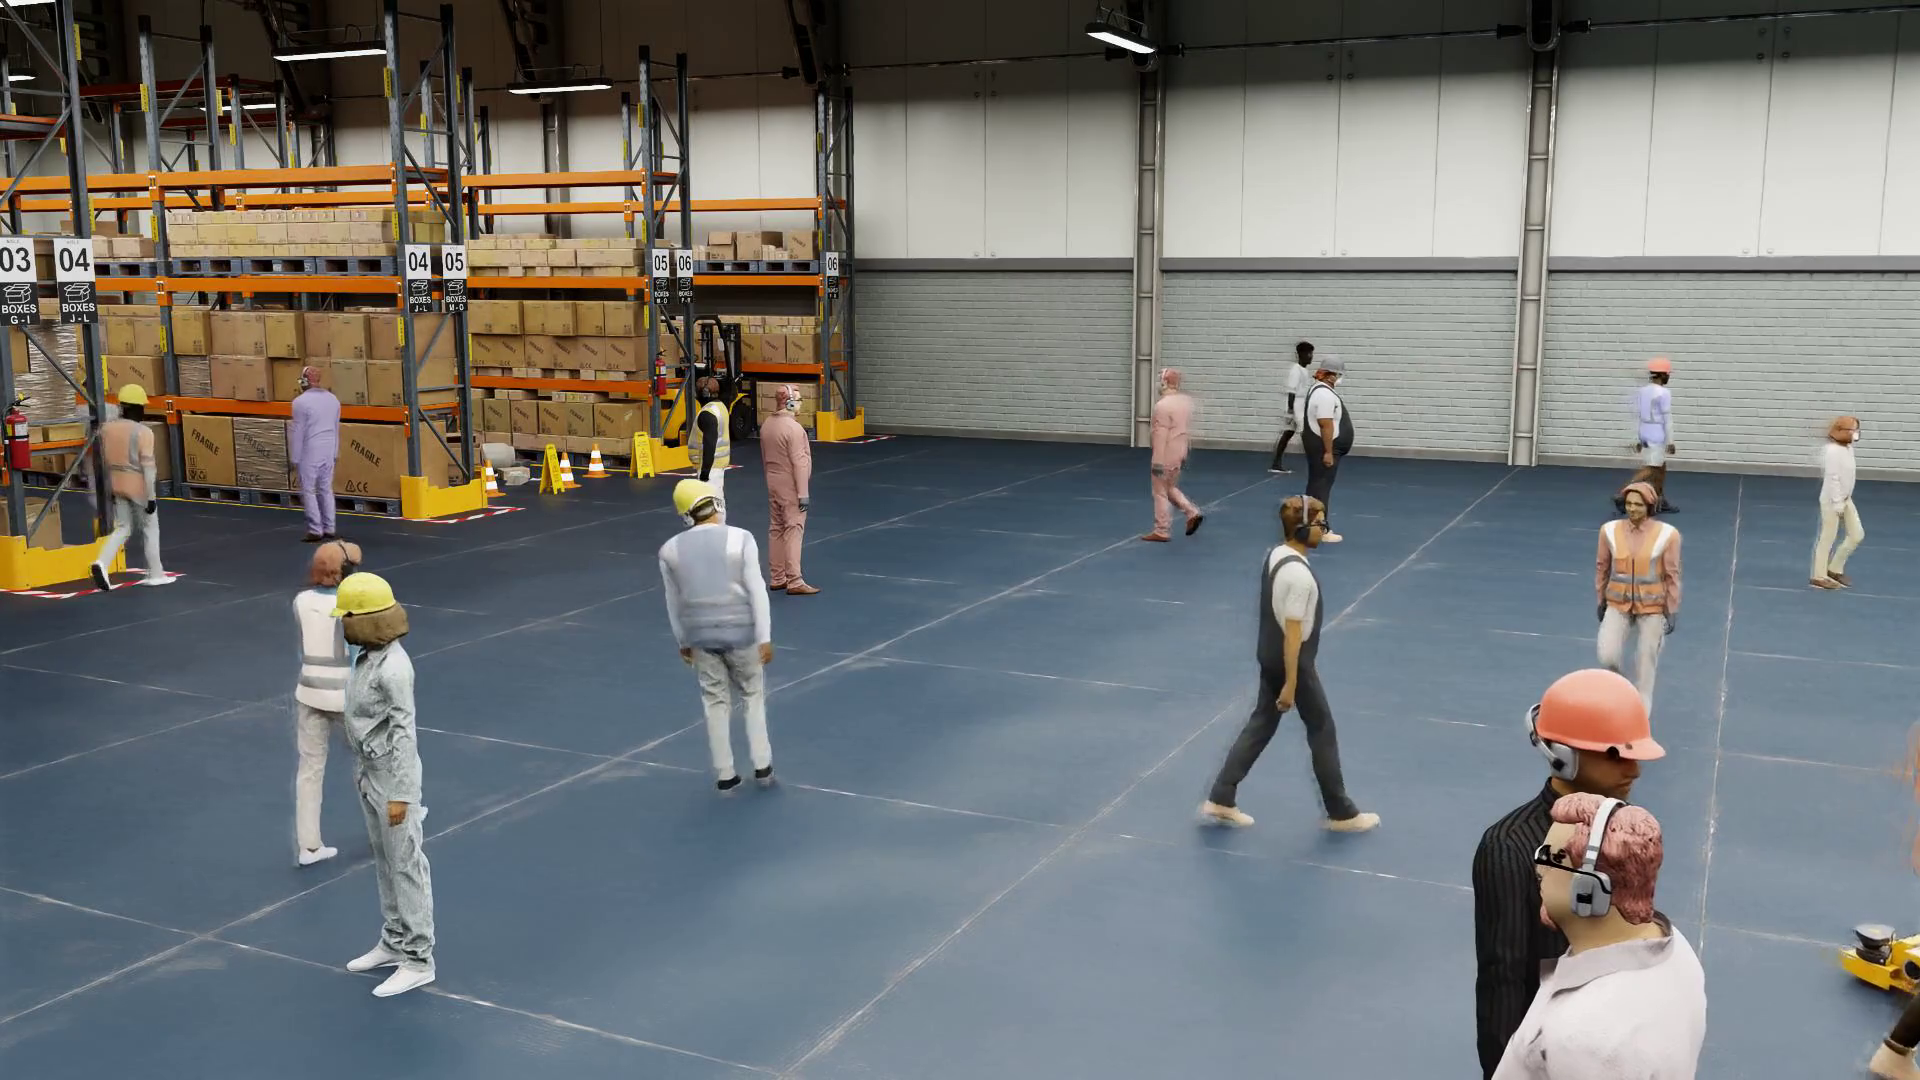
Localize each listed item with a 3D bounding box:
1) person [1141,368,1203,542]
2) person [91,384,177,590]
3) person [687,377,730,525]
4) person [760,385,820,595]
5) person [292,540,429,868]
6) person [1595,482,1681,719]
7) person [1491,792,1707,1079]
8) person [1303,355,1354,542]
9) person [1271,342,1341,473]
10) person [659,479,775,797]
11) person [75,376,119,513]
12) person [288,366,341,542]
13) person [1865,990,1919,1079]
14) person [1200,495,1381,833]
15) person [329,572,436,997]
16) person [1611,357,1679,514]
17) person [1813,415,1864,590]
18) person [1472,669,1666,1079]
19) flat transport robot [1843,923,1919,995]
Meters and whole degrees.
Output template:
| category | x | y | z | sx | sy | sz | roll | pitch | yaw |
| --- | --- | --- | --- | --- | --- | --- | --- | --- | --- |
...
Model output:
| category | x | y | z | sx | sy | sz | roll | pitch | yaw |
| --- | --- | --- | --- | --- | --- | --- | --- | --- | --- |
| person | 2.274 | -0.906 | 17.930 | 0.540 | 1.891 | 0.656 | 5 | 11 | 29 |
| person | -7.629 | -0.475 | 15.252 | 0.603 | 1.903 | 0.767 | 3 | 10 | 17 |
| person | -2.605 | -0.773 | 17.259 | 0.429 | 1.843 | 0.633 | 0 | 9 | 2 |
| person | -1.543 | -0.456 | 15.118 | 0.407 | 1.908 | 0.641 | -7 | 11 | -35 |
| person | -3.083 | 0.793 | 8.413 | 0.517 | 1.598 | 0.827 | 4 | 10 | 21 |
| person | 4.251 | 0.445 | 10.463 | 0.530 | 1.628 | 0.361 | 7 | 11 | 35 |
| person | 1.268 | 1.451 | 3.429 | 0.408 | 1.908 | 0.646 | 6 | 11 | 31 |
| person | 4.006 | -1.010 | 18.104 | 0.536 | 2.000 | 0.684 | 0 | 9 | 1 |
| person | 4.965 | -1.884 | 23.876 | 1.034 | 1.902 | 0.613 | 3 | 10 | 17 |
| person | -1.357 | 0.540 | 9.412 | 0.660 | 1.772 | 0.539 | 1 | 9 | 5 |
| person | -9.079 | -0.832 | 17.616 | 0.688 | 1.852 | 0.518 | 7 | 12 | 37 |
| person | -7.012 | -0.929 | 18.034 | 0.403 | 1.908 | 0.692 | 3 | 10 | 19 |
| person | 3.670 | 1.194 | 5.790 | 0.888 | 1.649 | 0.543 | 3 | 10 | 18 |
| person | 1.721 | 0.653 | 8.660 | 0.928 | 1.809 | 0.526 | -2 | 9 | -11 |
| person | -2.368 | 0.986 | 6.796 | 0.313 | 1.738 | 0.483 | -6 | 11 | -34 |
| person | 8.259 | -1.238 | 19.929 | 0.865 | 1.909 | 0.548 | -1 | 9 | -3 |
| person | 8.072 | -0.329 | 15.229 | 0.506 | 1.620 | 0.430 | -7 | 12 | -39 |
| person | 1.502 | 1.292 | 4.137 | 0.612 | 1.993 | 0.382 | -7 | 12 | -38 |
| flat transport robot | 4.256 | 1.782 | 6.392 | 0.652 | 0.197 | 1.431 | -4 | 10 | -23 |
